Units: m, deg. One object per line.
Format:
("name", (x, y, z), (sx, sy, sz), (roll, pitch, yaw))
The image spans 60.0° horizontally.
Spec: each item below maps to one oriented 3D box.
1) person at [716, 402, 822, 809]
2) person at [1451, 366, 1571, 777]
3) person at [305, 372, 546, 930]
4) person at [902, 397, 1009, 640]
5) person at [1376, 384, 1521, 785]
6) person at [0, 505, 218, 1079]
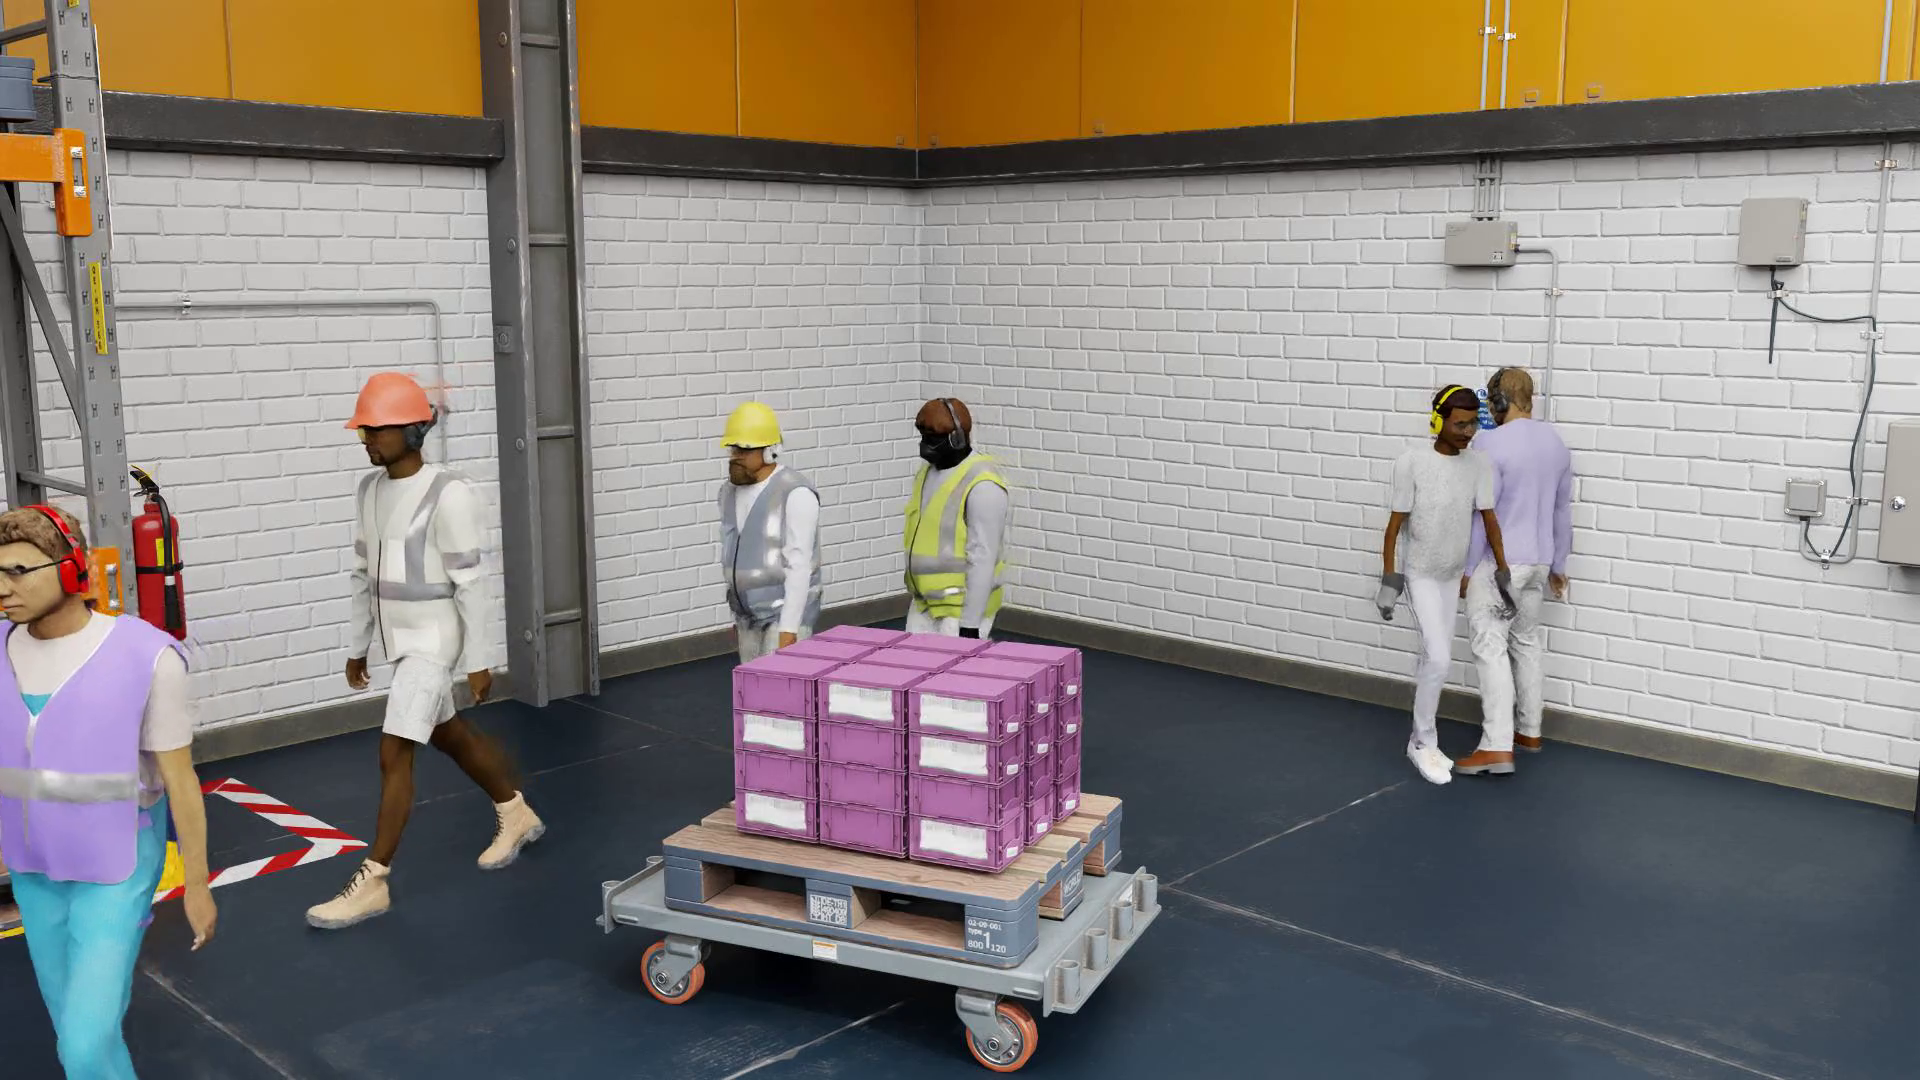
("person", (-0.837, 0.315, 7.109), (0.597, 1.817, 0.453), (8, 13, 42))
("person", (2.621, 0.146, 7.876), (0.829, 1.902, 0.561), (-7, 11, -36))
("person", (-2.000, 0.362, 6.252), (0.626, 2.004, 1.043), (8, 12, 39))
("person", (-0.028, 0.283, 7.248), (0.431, 1.819, 0.643), (-5, 11, -30))
("person", (2.251, 0.202, 7.701), (0.603, 1.836, 0.612), (-4, 10, -25))
("person", (-2.119, 0.827, 3.914), (0.594, 1.818, 0.620), (2, 9, 11))
